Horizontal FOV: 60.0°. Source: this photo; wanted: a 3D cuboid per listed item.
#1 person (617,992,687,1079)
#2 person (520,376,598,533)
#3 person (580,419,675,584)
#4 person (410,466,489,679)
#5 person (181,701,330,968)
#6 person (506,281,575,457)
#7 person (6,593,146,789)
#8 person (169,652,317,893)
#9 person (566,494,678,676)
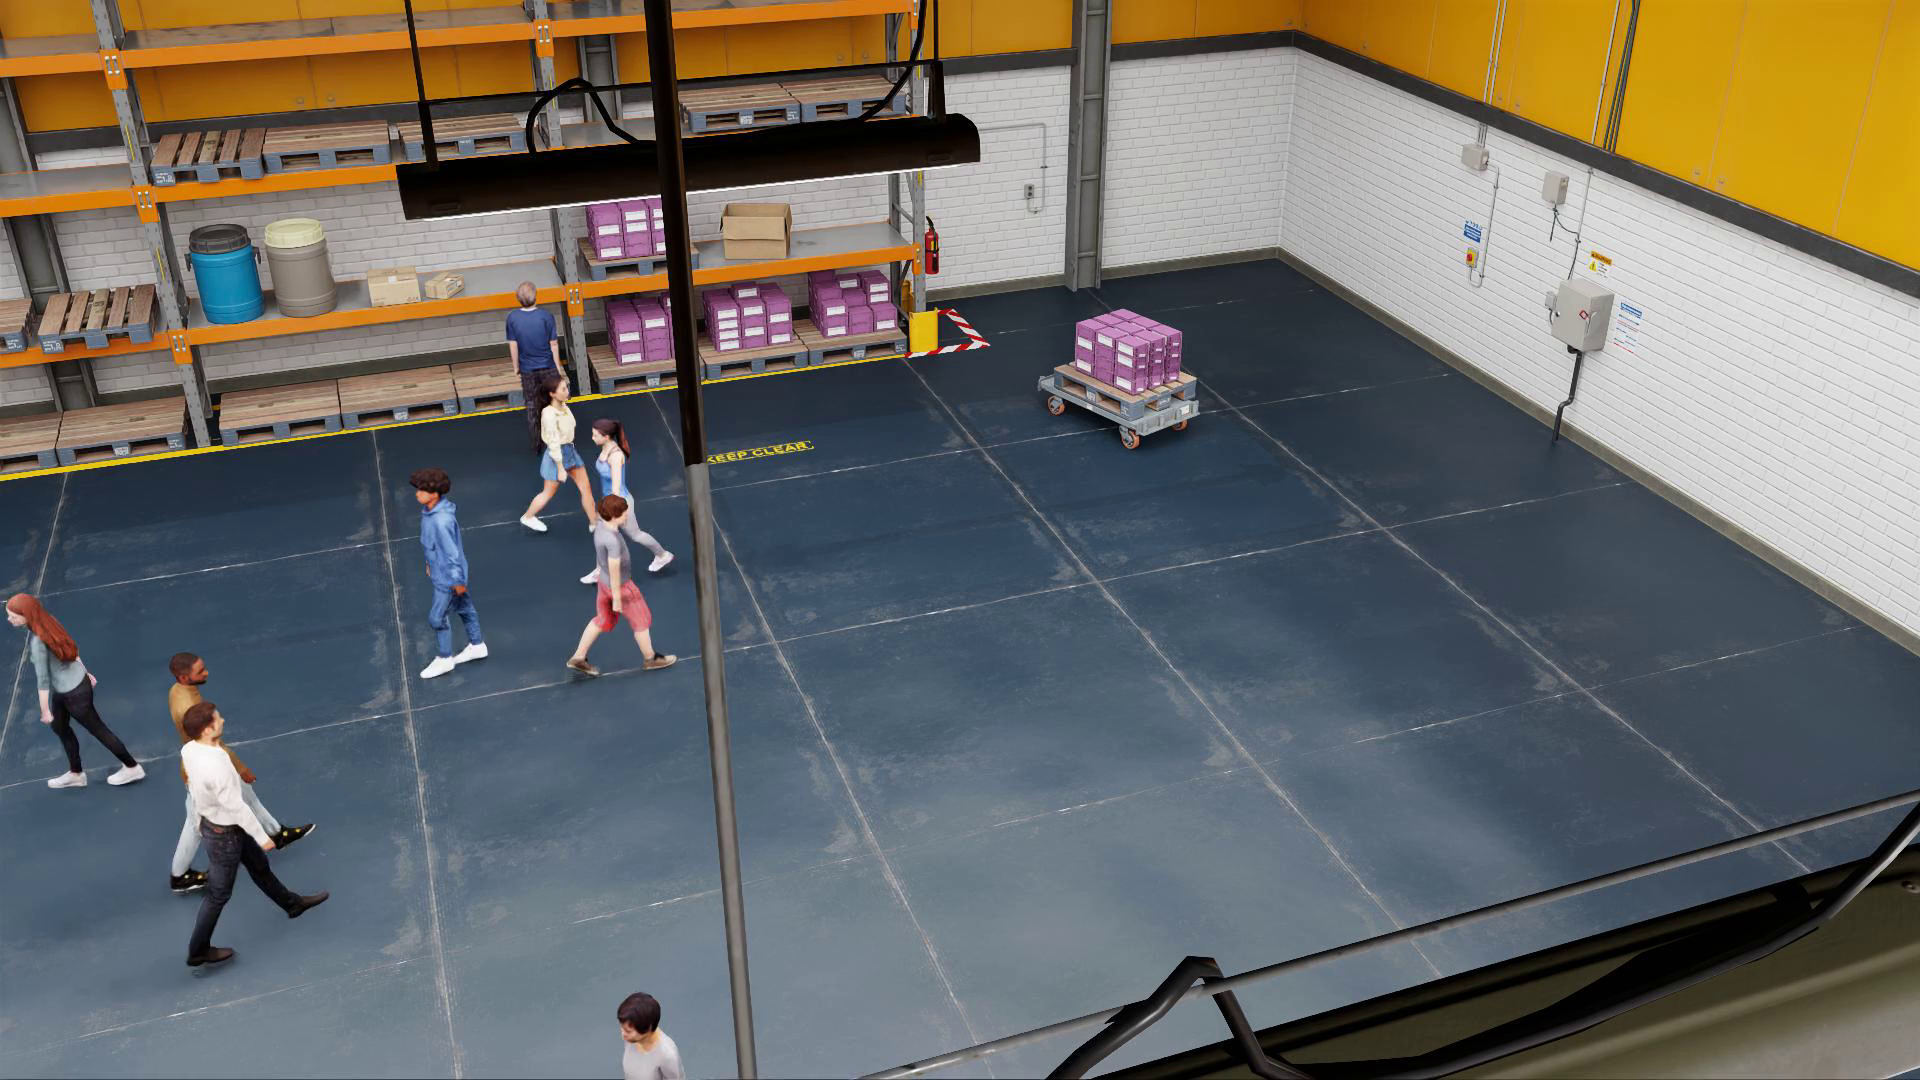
[{"bbox_3d":[-1.522,2.931,8.785,0.818,1.531,0.955,20,34,32],"label":"person"},{"bbox_3d":[-3.794,-0.743,15.461,1.229,1.588,0.961,2,29,5],"label":"person"},{"bbox_3d":[-2.952,-0.337,14.734,1.096,1.571,0.647,-13,31,-23],"label":"person"},{"bbox_3d":[-4.071,0.226,13.472,0.825,1.793,0.731,-13,31,-22],"label":"person"},{"bbox_3d":[-4.687,1.879,10.400,1.264,1.833,0.916,-20,35,-33],"label":"person"},{"bbox_3d":[-4.317,-1.754,17.020,0.590,1.871,0.779,-2,29,-3],"label":"person"},{"bbox_3d":[-6.317,1.091,11.985,0.874,1.698,0.600,-5,29,-10],"label":"person"},{"bbox_3d":[-5.089,1.583,11.024,1.217,1.755,0.694,-14,32,-25],"label":"person"},{"bbox_3d":[-2.844,0.395,13.336,1.124,1.626,0.652,-13,31,-22],"label":"person"}]
